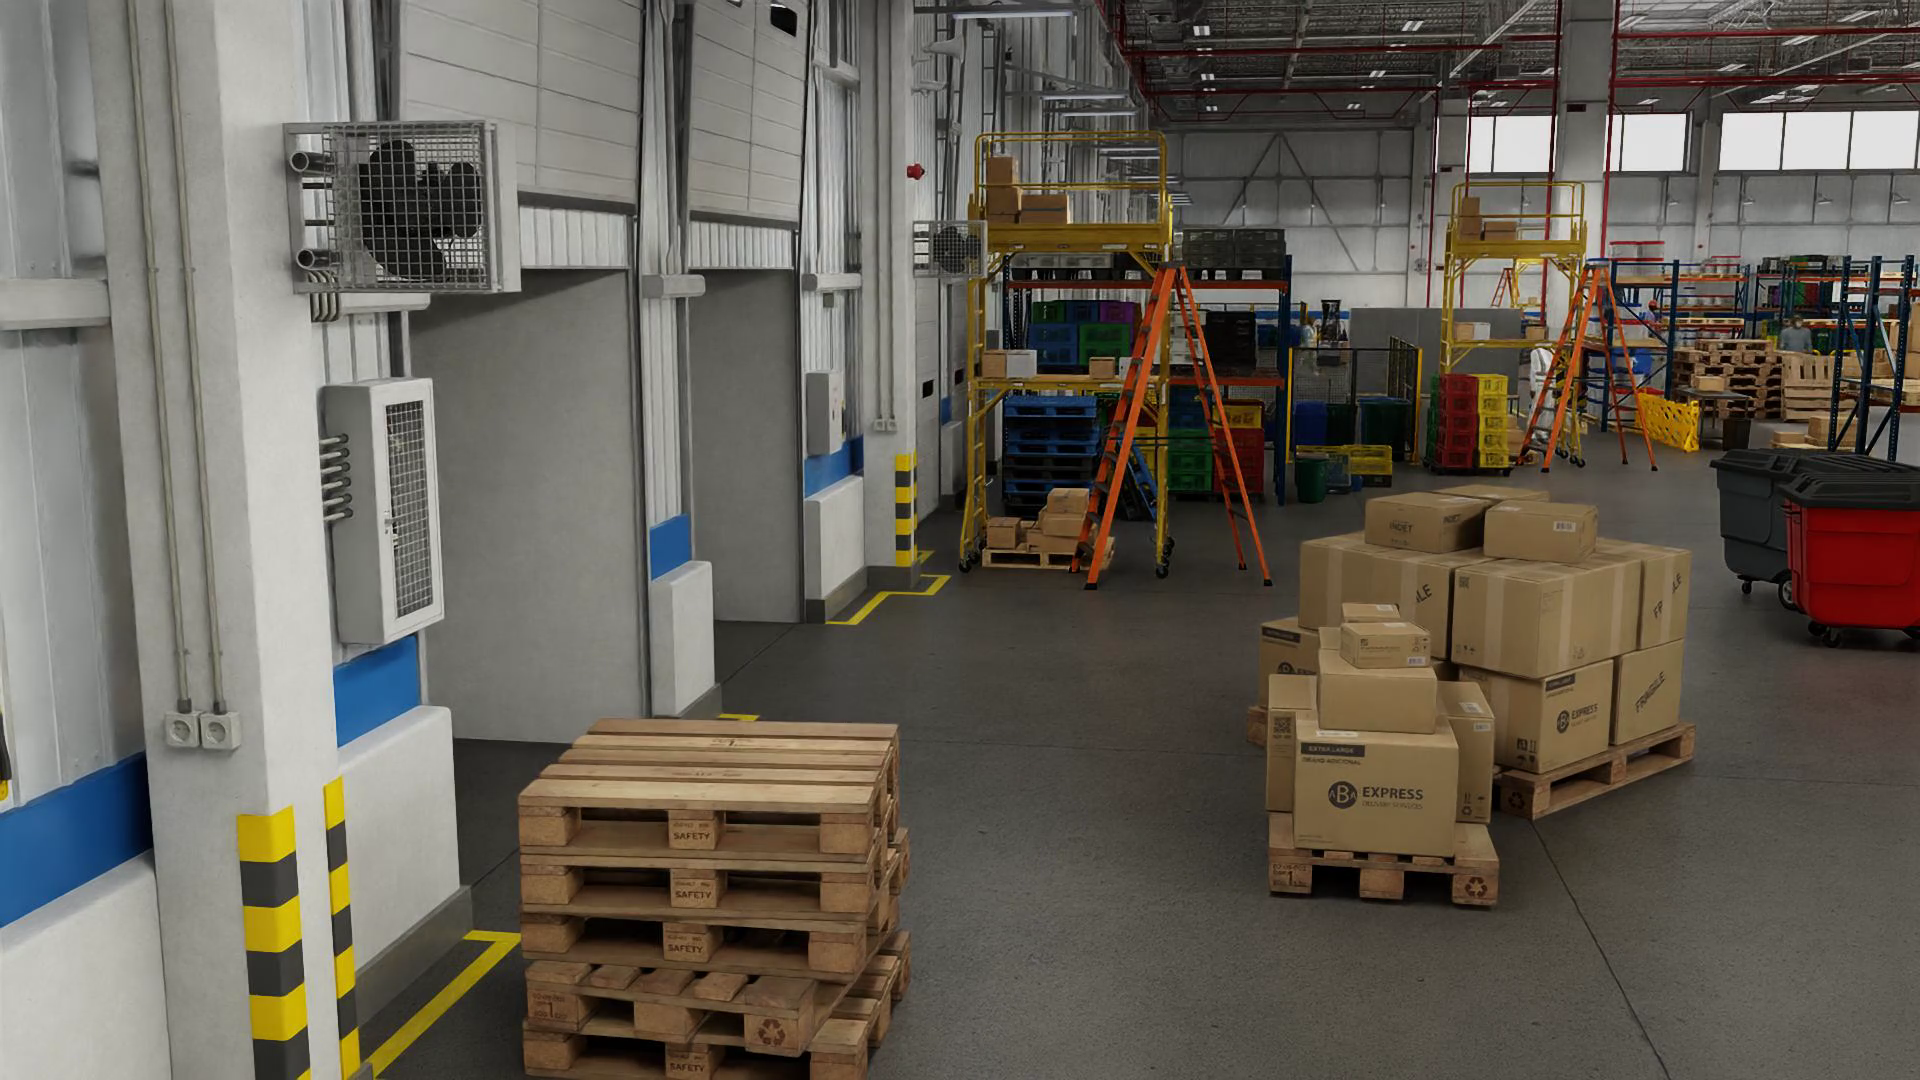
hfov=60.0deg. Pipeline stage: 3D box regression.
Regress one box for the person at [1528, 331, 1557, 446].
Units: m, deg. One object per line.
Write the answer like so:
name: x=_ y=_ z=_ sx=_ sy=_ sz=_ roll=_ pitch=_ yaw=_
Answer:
person: x=9.509 y=-2.475 z=27.106 sx=0.574 sy=1.881 sz=0.357 roll=-5 pitch=11 yaw=-29

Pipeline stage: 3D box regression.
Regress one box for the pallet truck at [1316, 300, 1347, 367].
pallet truck: x=11.159 y=-6.200 z=49.718 sx=0.823 sy=1.965 sz=1.885 roll=4 pitch=10 yaw=26

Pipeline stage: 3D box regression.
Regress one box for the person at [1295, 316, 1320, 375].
person: x=9.513 y=-5.301 z=45.347 sx=0.525 sy=1.612 sz=0.715 roll=-7 pitch=12 yaw=-37

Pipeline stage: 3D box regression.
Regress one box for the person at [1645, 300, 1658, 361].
person: x=21.548 y=-6.517 z=51.915 sx=0.397 sy=1.927 sz=0.544 roll=3 pitch=10 yaw=20

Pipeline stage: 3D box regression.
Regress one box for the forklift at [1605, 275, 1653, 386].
forklift: x=16.151 y=-5.250 z=41.142 sx=1.873 sy=2.768 sz=1.129 roll=3 pitch=10 yaw=17

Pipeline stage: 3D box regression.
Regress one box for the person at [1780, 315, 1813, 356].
person: x=18.308 y=-3.998 z=36.473 sx=0.646 sy=1.896 sz=1.008 roll=1 pitch=9 yaw=7

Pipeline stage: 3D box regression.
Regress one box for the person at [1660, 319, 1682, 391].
person: x=16.743 y=-4.302 z=38.888 sx=0.832 sy=1.705 sz=0.499 roll=-2 pitch=9 yaw=-14
